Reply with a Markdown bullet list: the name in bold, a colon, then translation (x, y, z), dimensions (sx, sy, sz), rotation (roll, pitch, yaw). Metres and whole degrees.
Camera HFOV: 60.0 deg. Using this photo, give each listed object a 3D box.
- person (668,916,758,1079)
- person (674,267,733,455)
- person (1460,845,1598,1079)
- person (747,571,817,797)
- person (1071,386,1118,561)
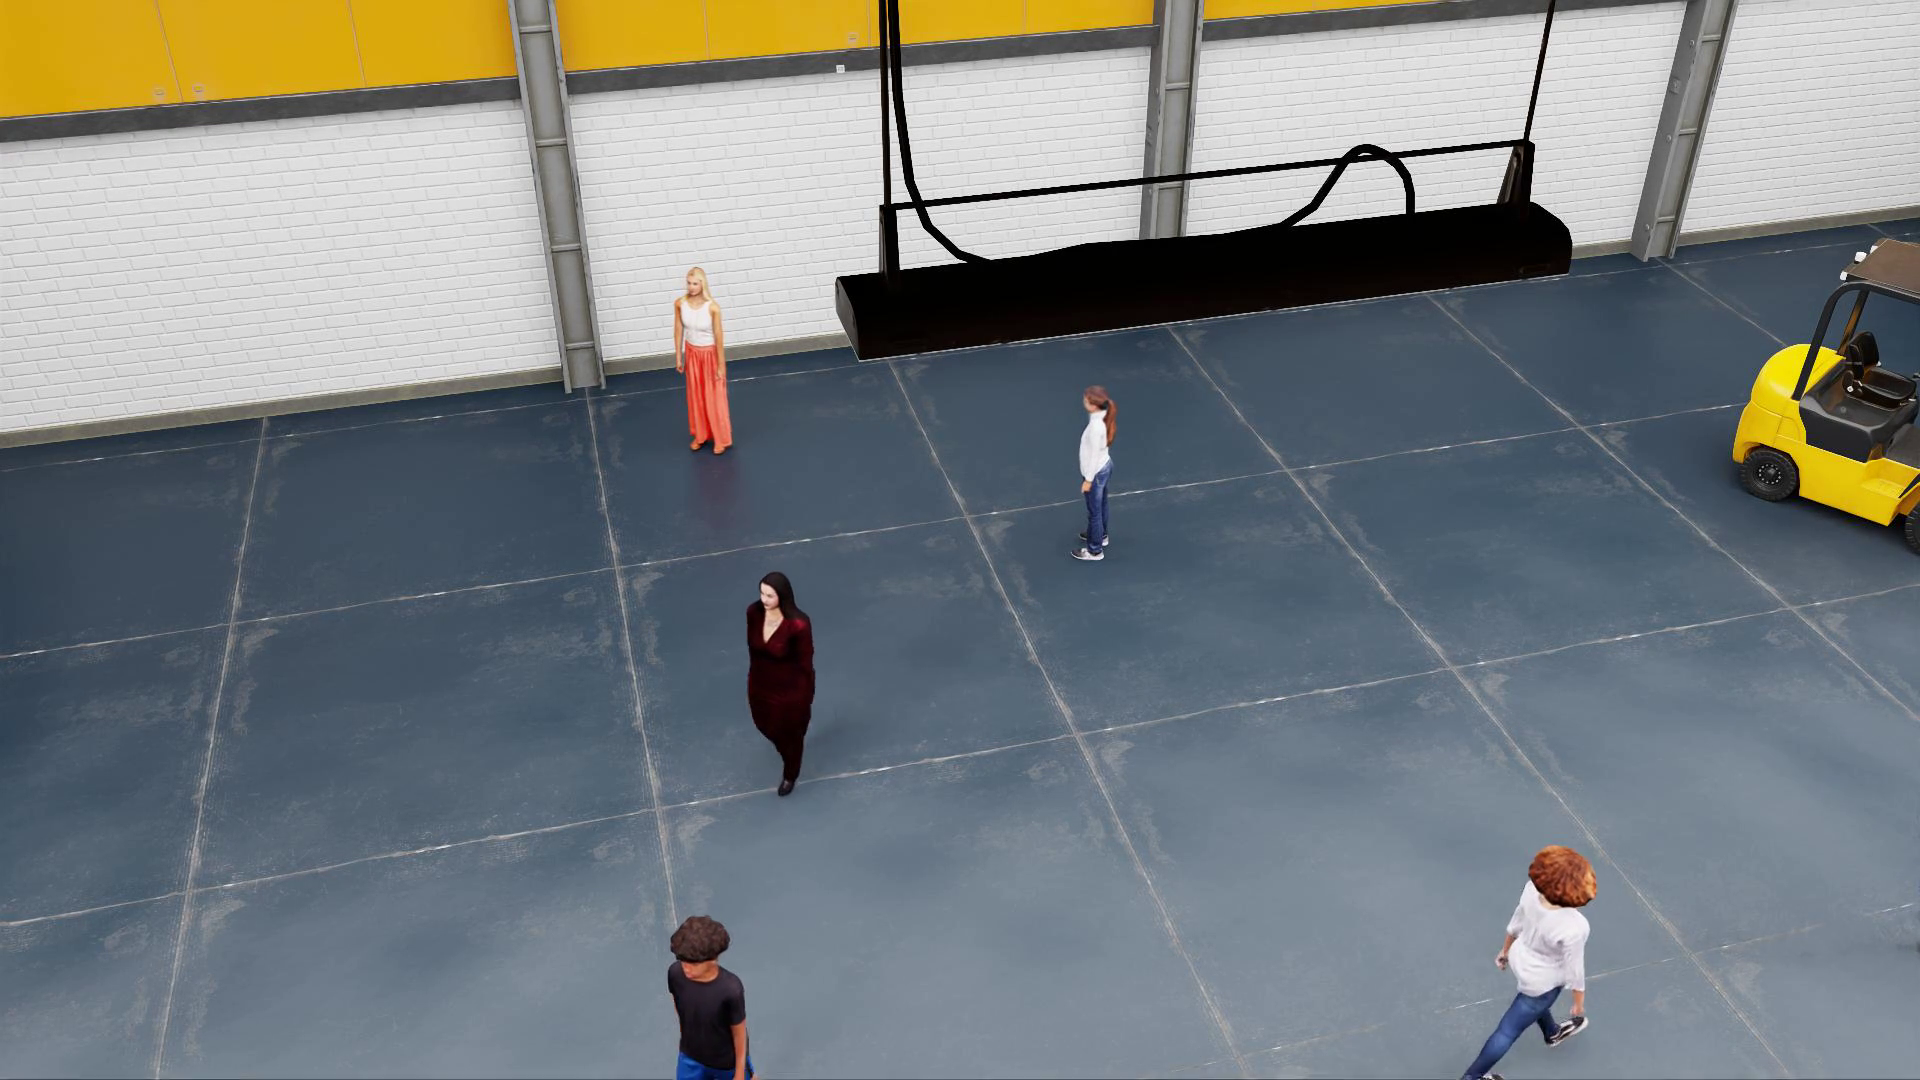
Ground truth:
- **person**: translation (-1.224, 2.570, 8.632), dimensions (1.129, 1.754, 1.103), rotation (12, 36, 18)
- **person**: translation (-2.292, -1.617, 14.889), dimensions (0.693, 1.800, 0.782), rotation (12, 35, 17)
- **person**: translation (3.040, 2.367, 9.013), dimensions (1.102, 1.670, 0.670), rotation (-8, 34, -12)
- **person**: translation (-1.135, 0.907, 11.144), dimensions (0.910, 1.742, 0.968), rotation (17, 37, 24)
- **person**: translation (1.120, -0.562, 13.520), dimensions (0.664, 1.558, 0.626), rotation (11, 35, 15)
